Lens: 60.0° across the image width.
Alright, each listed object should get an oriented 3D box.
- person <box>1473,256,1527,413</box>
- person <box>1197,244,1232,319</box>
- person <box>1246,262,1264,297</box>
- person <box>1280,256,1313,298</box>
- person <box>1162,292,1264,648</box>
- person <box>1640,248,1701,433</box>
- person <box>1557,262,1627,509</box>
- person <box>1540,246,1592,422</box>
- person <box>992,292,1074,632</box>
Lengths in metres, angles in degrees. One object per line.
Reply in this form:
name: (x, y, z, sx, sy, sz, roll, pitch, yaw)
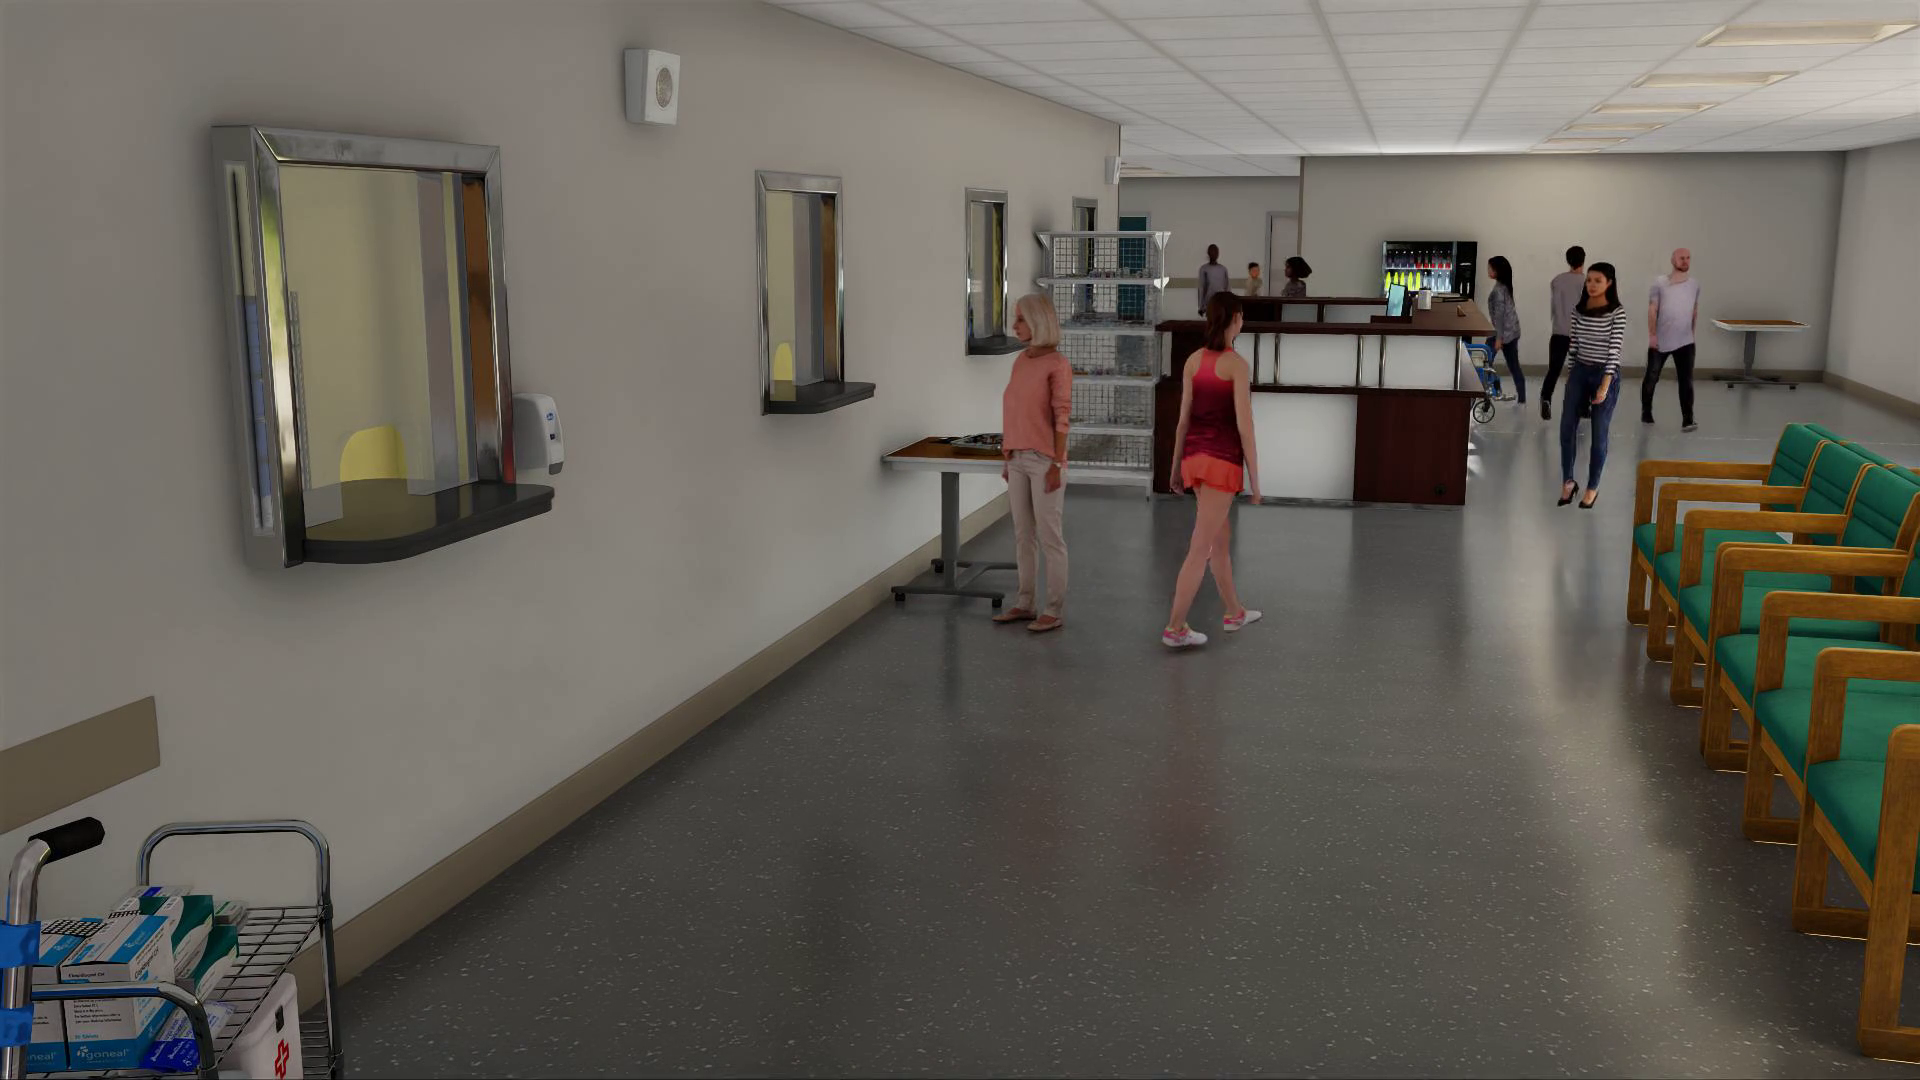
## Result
person: (6.004, -2.220, 18.177, 1.086, 1.689, 0.953, 10, 15, 43)
person: (3.713, -3.441, 24.616, 1.159, 1.688, 1.120, -4, 11, -20)
person: (4.719, -3.743, 26.861, 0.759, 1.445, 0.755, 7, 13, 33)
person: (3.761, -2.262, 18.375, 0.843, 1.698, 0.714, -1, 11, -4)
person: (1.160, -0.314, 8.059, 0.998, 1.717, 0.995, -8, 14, -37)
person: (7.061, -1.896, 16.630, 1.222, 1.631, 0.873, 1, 11, 5)
person: (4.607, -1.092, 11.951, 0.730, 1.777, 0.784, 10, 15, 44)
person: (6.304, -2.117, 17.328, 1.169, 1.805, 1.037, 9, 14, 41)
person: (0.400, -0.405, 8.521, 0.741, 1.724, 0.653, -8, 13, -36)
